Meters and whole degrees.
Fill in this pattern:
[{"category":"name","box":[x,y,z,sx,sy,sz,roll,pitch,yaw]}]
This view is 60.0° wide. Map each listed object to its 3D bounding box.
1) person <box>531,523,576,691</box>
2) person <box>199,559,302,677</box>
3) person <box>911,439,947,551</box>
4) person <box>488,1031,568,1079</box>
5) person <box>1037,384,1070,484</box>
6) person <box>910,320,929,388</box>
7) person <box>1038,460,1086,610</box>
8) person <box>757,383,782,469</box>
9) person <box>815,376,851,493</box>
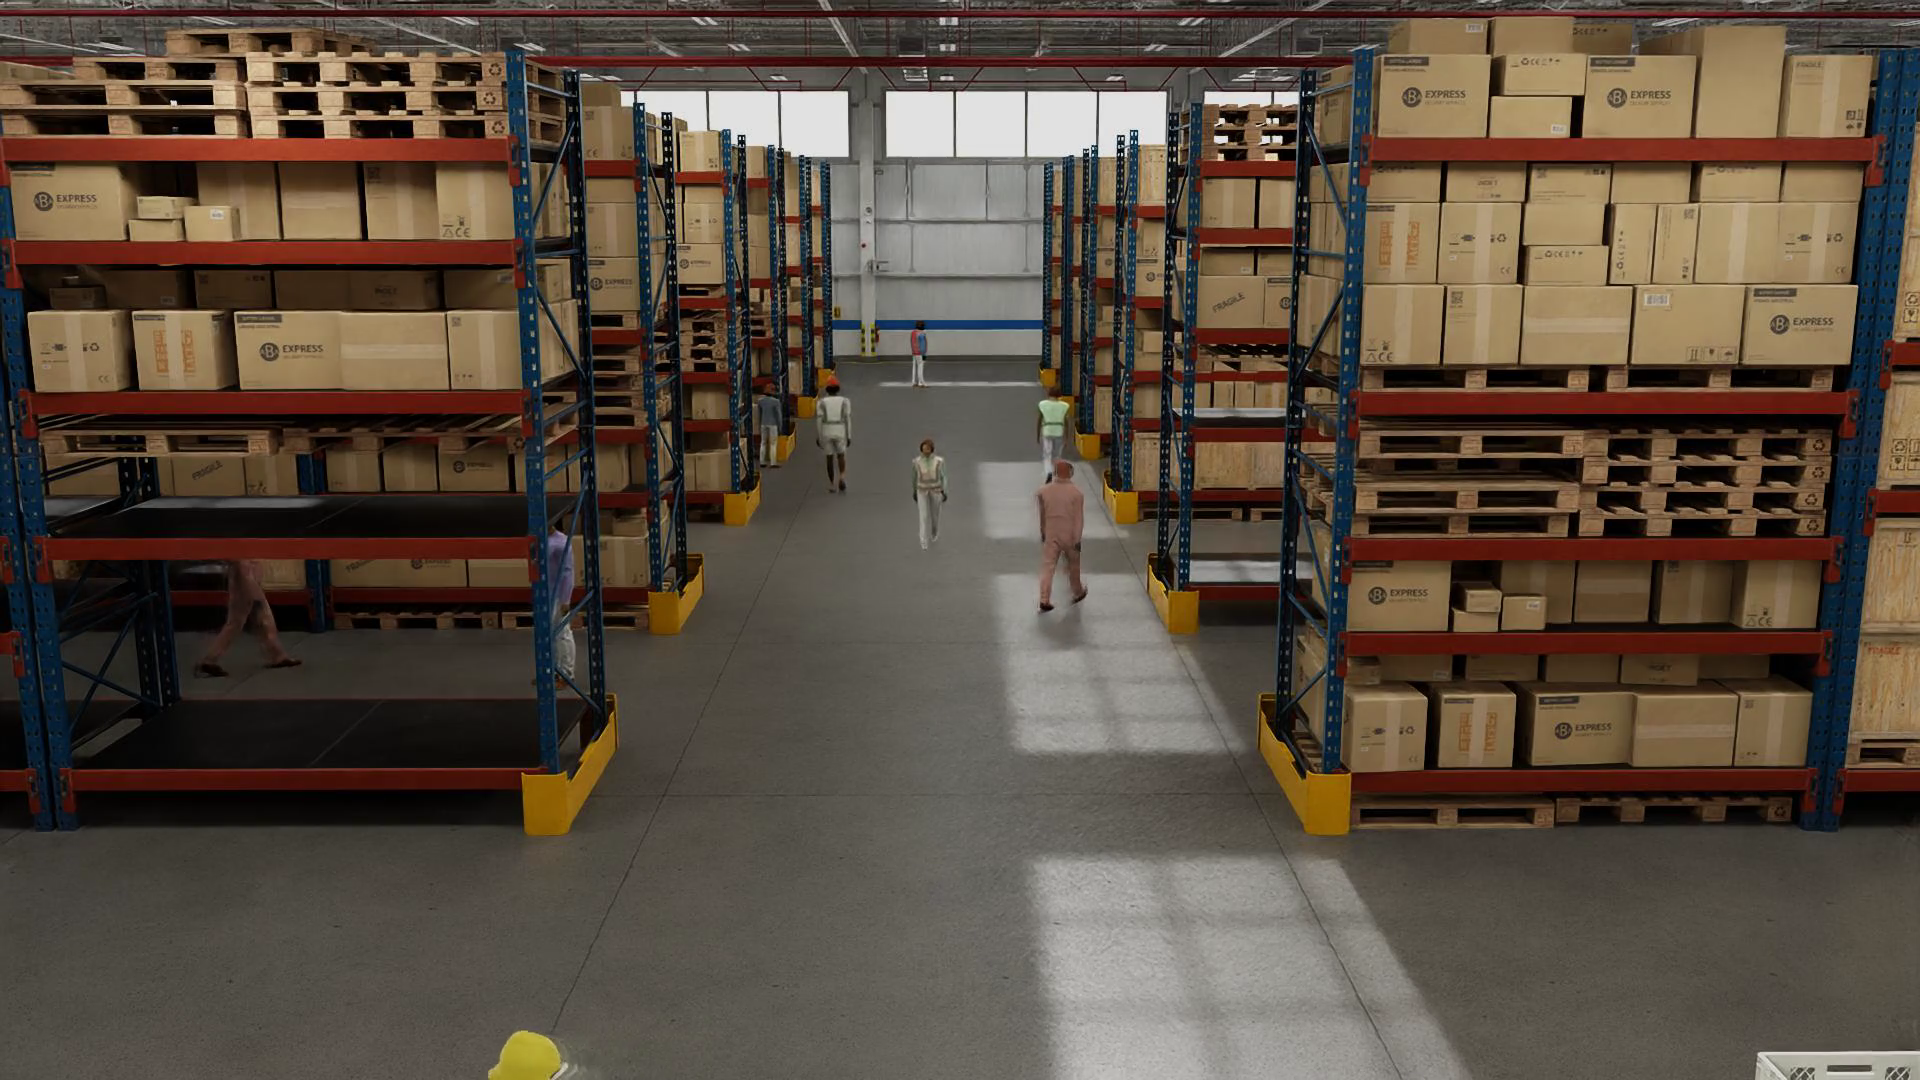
[{"category":"person","box":[-4.197,0.586,17.140,0.372,1.939,0.629,-11,16,-43]},{"category":"person","box":[-7.635,0.522,17.661,0.981,1.865,0.664,-4,12,-19]},{"category":"person","box":[-0.454,-0.698,24.338,0.513,1.604,0.796,-1,11,-4]},{"category":"person","box":[-1.638,2.793,6.577,0.923,1.793,0.584,0,11,-1]},{"category":"person","box":[1.660,-1.855,29.547,0.580,1.818,0.790,0,11,-1]},{"category":"person","box":[-1.106,-5.075,45.448,0.430,1.840,0.623,-6,13,-29]},{"category":"person","box":[1.254,-0.068,20.622,0.655,1.857,1.053,6,13,29]},{"category":"person","box":[-3.615,-2.159,31.530,0.504,1.629,0.289,5,12,23]},{"category":"person","box":[-2.206,-1.836,28.917,0.603,2.028,0.433,-2,12,-10]}]
